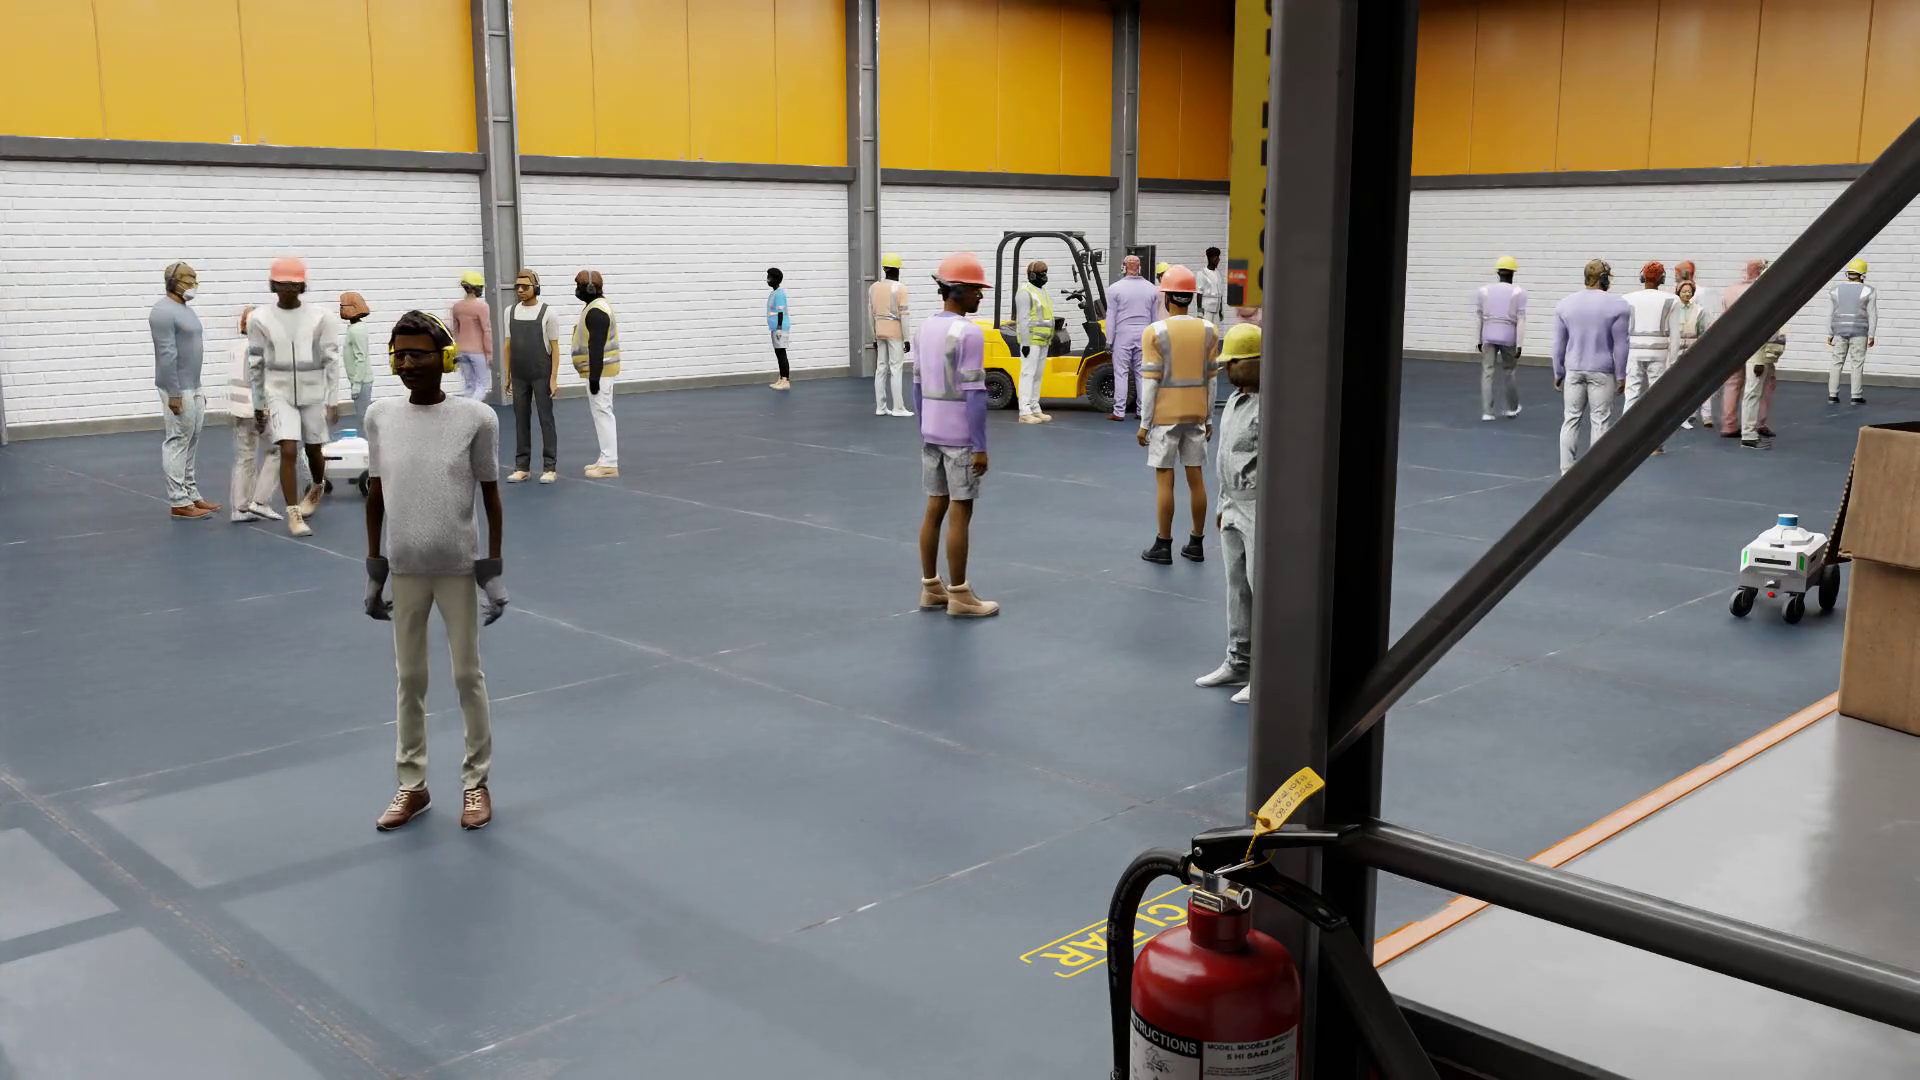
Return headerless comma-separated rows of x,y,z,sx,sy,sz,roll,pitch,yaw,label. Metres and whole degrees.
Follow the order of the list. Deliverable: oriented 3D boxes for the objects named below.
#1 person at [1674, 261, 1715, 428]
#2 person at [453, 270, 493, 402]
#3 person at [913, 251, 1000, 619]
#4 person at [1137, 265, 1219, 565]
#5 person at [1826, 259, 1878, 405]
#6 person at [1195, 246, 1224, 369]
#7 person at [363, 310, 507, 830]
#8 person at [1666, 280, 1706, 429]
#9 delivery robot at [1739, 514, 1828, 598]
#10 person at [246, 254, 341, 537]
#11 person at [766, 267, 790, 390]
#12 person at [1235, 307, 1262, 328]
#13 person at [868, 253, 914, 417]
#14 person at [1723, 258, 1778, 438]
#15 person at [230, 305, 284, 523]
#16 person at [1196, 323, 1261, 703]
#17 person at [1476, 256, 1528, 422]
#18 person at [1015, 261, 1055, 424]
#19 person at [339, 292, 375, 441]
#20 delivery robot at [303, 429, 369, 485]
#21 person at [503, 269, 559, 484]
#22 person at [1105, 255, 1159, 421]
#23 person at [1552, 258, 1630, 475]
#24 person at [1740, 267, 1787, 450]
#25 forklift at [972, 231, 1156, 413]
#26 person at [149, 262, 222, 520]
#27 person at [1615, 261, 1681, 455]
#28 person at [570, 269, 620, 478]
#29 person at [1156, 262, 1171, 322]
8.231,-2.192,18.622,0.361,1.849,0.782,-2,11,-8,person
-5.241,-1.994,17.768,0.547,1.752,0.554,6,12,29,person
-0.020,-0.582,9.322,0.394,2.040,0.610,-7,12,-32,person
1.405,-0.806,10.820,0.543,1.939,0.360,-4,11,-20,person
11.267,-2.623,21.015,0.403,1.833,0.590,-10,14,-43,person
3.962,-3.661,26.360,0.609,1.954,0.395,-10,14,-43,person
-1.890,0.118,5.972,0.518,1.871,0.329,0,10,1,person
7.944,-2.040,18.362,0.510,1.640,0.308,0,10,2,person
4.667,0.097,9.413,0.477,0.478,0.707,7,13,35,delivery robot
-4.812,-1.064,12.050,0.610,2.014,0.880,-4,11,-22,person
-2.524,-2.927,23.066,0.321,1.690,0.536,-3,11,-17,person
4.118,-3.140,23.685,0.568,1.881,0.670,-9,14,-42,person
-0.812,-2.408,19.585,0.585,1.927,0.366,8,13,37,person
8.374,-2.007,17.504,0.658,1.883,0.676,-4,11,-20,person
-5.246,-0.927,12.346,0.417,1.609,0.533,-9,14,-41,person
1.309,-0.121,7.637,0.311,1.736,0.483,-4,11,-20,person
6.288,-2.331,19.284,0.591,1.890,0.919,6,12,30,person
0.868,-2.255,18.984,0.429,1.842,0.629,5,12,26,person
-5.363,-1.388,14.822,0.279,1.634,0.499,-4,11,-18,person
-4.949,-0.659,13.535,0.707,0.478,0.477,-1,10,-5,delivery robot
-3.693,-1.403,14.331,0.508,1.846,0.345,2,11,9,person
1.960,-2.316,19.170,0.644,1.903,0.401,-4,11,-21,person
5.320,-1.399,14.060,0.628,1.937,0.378,8,13,39,person
8.045,-1.824,16.669,0.404,1.828,0.592,6,12,30,person
1.222,-2.721,20.561,2.313,2.155,1.214,2,11,13,forklift
-5.872,-1.126,12.581,0.370,1.934,0.627,-2,11,-8,person
6.681,-1.763,16.189,0.576,1.881,0.352,5,12,26,person
-3.229,-1.473,14.759,0.430,1.835,0.622,-2,11,-12,person
2.761,-2.886,22.633,0.525,1.769,0.308,-5,11,-24,person
